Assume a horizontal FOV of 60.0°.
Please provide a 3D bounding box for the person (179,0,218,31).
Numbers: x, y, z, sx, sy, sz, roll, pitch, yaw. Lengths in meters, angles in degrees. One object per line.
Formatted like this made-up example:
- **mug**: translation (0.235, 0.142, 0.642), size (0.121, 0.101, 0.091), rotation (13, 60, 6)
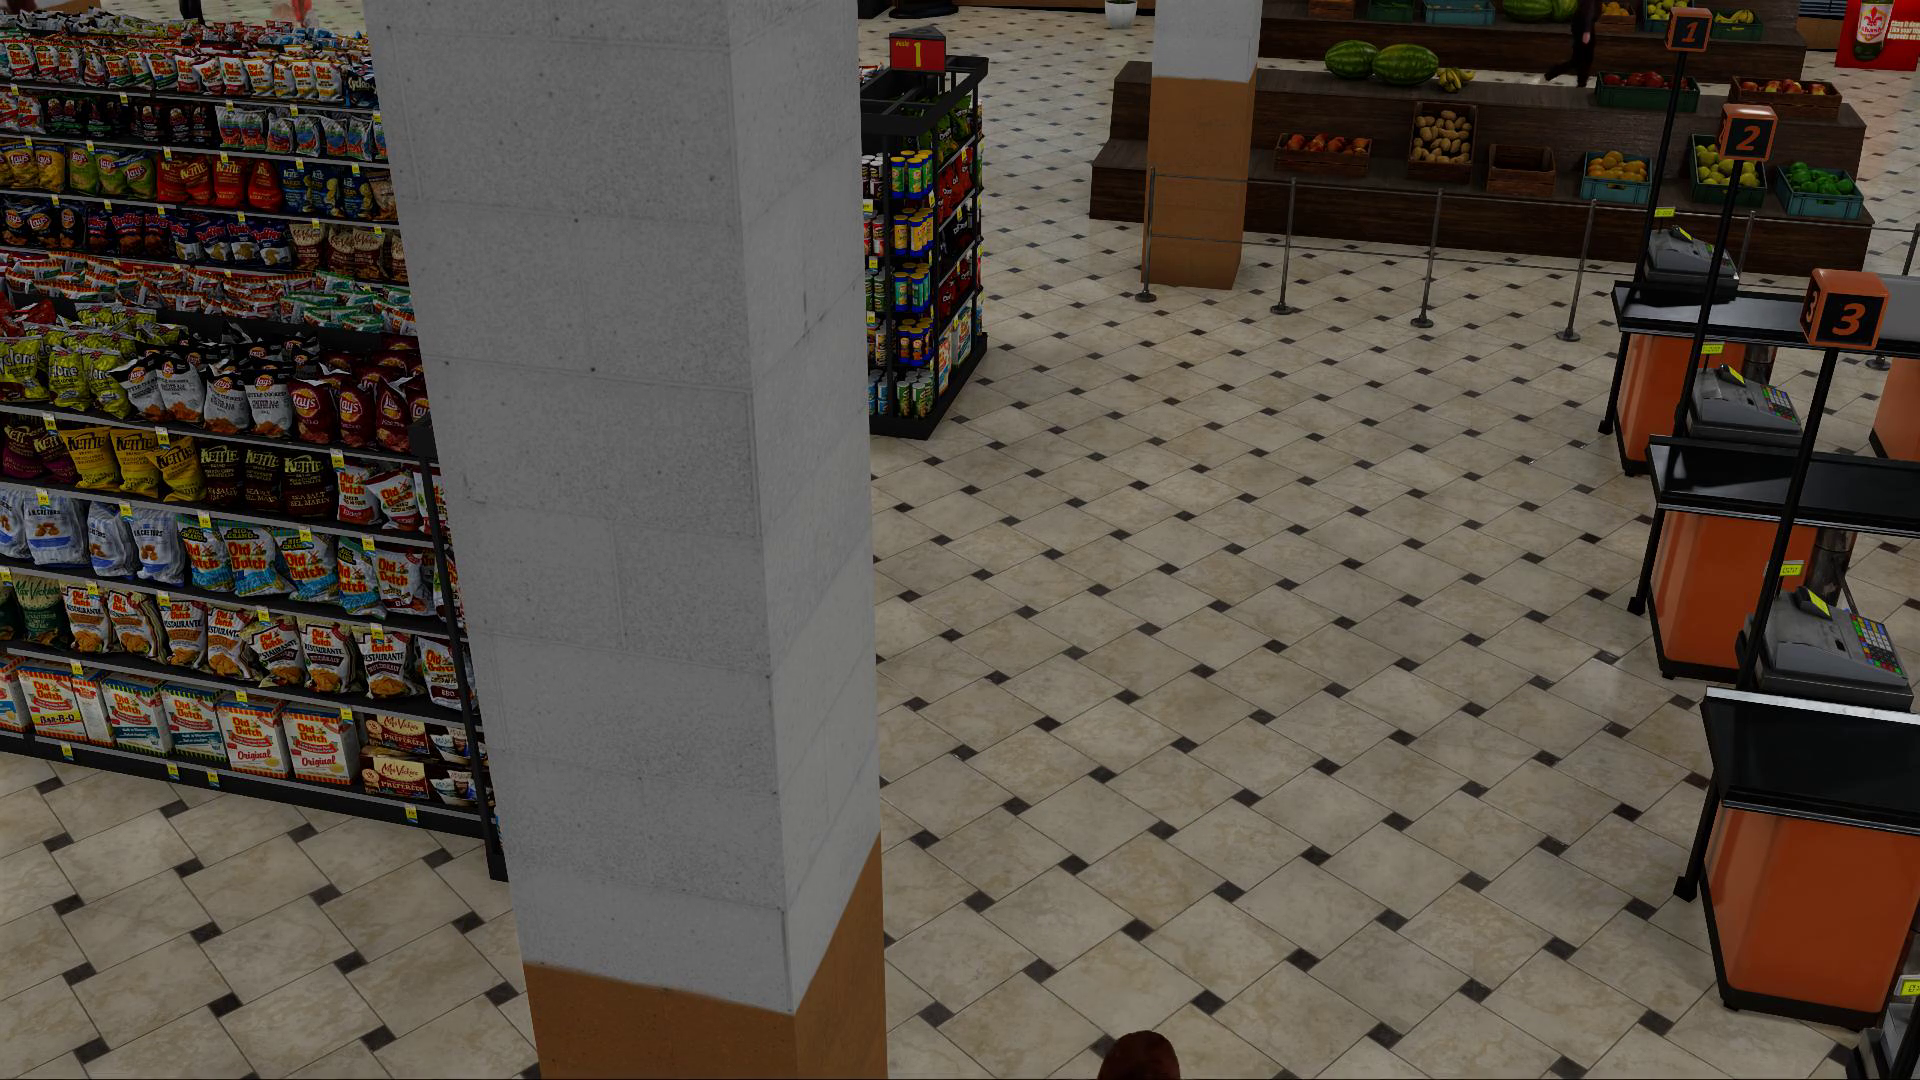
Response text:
- **person**: translation (-9.408, -7.053, 20.144), size (0.640, 1.809, 0.784), rotation (22, 35, 34)

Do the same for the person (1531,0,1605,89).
- **person**: translation (6.282, -5.230, 16.929), size (0.957, 1.690, 0.648), rotation (9, 30, 16)

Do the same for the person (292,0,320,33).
- **person**: translation (-7.150, -5.726, 18.234), size (0.582, 1.310, 0.547), rotation (-6, 29, -11)
